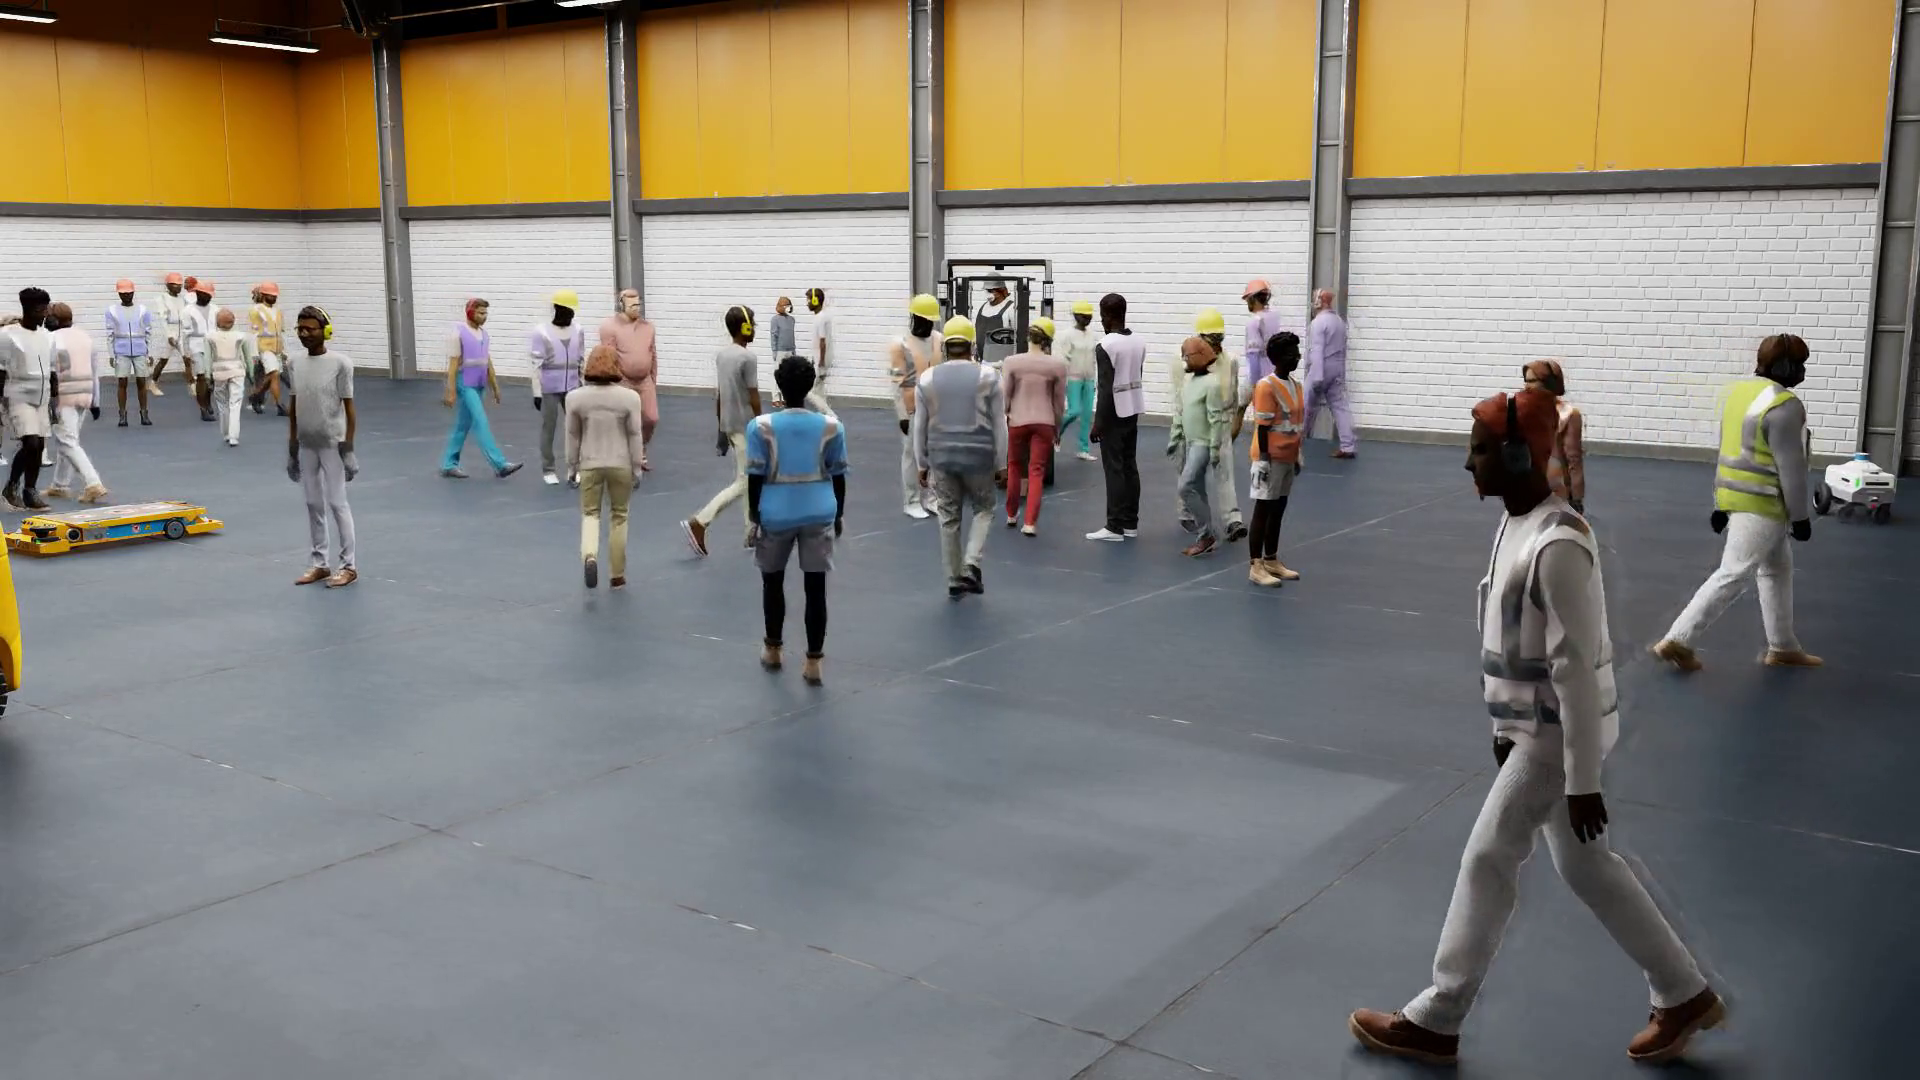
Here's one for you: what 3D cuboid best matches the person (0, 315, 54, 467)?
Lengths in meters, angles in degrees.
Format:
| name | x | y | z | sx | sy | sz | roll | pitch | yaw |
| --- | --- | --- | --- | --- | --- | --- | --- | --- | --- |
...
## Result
| name | x | y | z | sx | sy | sz | roll | pitch | yaw |
| --- | --- | --- | --- | --- | --- | --- | --- | --- | --- |
| person | -9.961 | -1.563 | 17.495 | 0.859 | 1.598 | 0.509 | 6 | 11 | 33 |

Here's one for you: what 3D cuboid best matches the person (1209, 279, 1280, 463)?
| name | x | y | z | sx | sy | sz | roll | pitch | yaw |
| --- | --- | --- | --- | --- | --- | --- | --- | --- | --- |
| person | 3.143 | -1.744 | 17.494 | 1.048 | 1.977 | 0.599 | 8 | 13 | 41 |

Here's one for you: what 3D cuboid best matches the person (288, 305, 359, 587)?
| name | x | y | z | sx | sy | sz | roll | pitch | yaw |
| --- | --- | --- | --- | --- | --- | --- | --- | --- | --- |
| person | -4.241 | -0.621 | 11.071 | 0.553 | 1.872 | 0.336 | 3 | 10 | 17 |

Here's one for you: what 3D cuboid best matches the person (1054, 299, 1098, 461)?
| name | x | y | z | sx | sy | sz | roll | pitch | yaw |
| --- | --- | --- | --- | --- | --- | --- | --- | --- | --- |
| person | 1.264 | -1.740 | 18.070 | 0.534 | 1.752 | 0.495 | -7 | 12 | -37 |

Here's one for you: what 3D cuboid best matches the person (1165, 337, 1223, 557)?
| name | x | y | z | sx | sy | sz | roll | pitch | yaw |
| --- | --- | --- | --- | --- | --- | --- | --- | --- | --- |
| person | 1.716 | -0.671 | 12.151 | 0.405 | 1.612 | 0.497 | -2 | 10 | -14 |

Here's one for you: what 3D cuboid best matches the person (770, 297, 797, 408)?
| name | x | y | z | sx | sy | sz | roll | pitch | yaw |
| --- | --- | --- | --- | --- | --- | --- | --- | --- | --- |
| person | -2.606 | -2.782 | 24.638 | 0.281 | 1.633 | 0.501 | 7 | 12 | 36 |

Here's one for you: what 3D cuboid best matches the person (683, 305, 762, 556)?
| name | x | y | z | sx | sy | sz | roll | pitch | yaw |
| --- | --- | --- | --- | --- | --- | --- | --- | --- | --- |
| person | -1.669 | -0.800 | 12.236 | 0.797 | 1.844 | 0.526 | -6 | 11 | -32 |

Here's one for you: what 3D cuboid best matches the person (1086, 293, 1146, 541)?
| name | x | y | z | sx | sy | sz | roll | pitch | yaw |
| --- | --- | --- | --- | --- | --- | --- | --- | --- | --- |
| person | 1.223 | -0.945 | 12.874 | 0.392 | 1.914 | 0.589 | 7 | 12 | 35 |

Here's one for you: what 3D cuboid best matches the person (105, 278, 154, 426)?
| name | x | y | z | sx | sy | sz | roll | pitch | yaw |
| --- | --- | --- | --- | --- | --- | --- | --- | --- | --- |
| person | -10.865 | -2.457 | 21.801 | 0.548 | 1.937 | 0.379 | -6 | 11 | -31 |

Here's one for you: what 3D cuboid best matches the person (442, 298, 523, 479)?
| name | x | y | z | sx | sy | sz | roll | pitch | yaw |
| --- | --- | --- | --- | --- | --- | --- | --- | --- | --- |
| person | -4.752 | -1.482 | 16.436 | 0.986 | 1.783 | 0.585 | 2 | 10 | 14 |

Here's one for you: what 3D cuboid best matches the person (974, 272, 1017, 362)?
| name | x | y | z | sx | sy | sz | roll | pitch | yaw |
| --- | --- | --- | --- | --- | --- | --- | --- | --- | --- |
| person | 0.399 | -2.115 | 19.457 | 0.688 | 2.000 | 0.536 | 8 | 13 | 40 |

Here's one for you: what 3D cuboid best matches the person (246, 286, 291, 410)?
| name | x | y | z | sx | sy | sz | roll | pitch | yaw |
| --- | --- | --- | --- | --- | --- | --- | --- | --- | --- |
| person | -9.904 | -2.754 | 23.997 | 0.940 | 1.808 | 0.521 | 2 | 10 | 14 |

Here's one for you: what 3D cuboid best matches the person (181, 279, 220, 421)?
| name | x | y | z | sx | sy | sz | roll | pitch | yaw |
| --- | --- | --- | --- | --- | --- | --- | --- | --- | --- |
| person | -10.262 | -2.564 | 22.515 | 0.559 | 1.916 | 0.567 | 8 | 12 | 40 |

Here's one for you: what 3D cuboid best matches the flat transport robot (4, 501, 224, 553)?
| name | x | y | z | sx | sy | sz | roll | pitch | yaw |
| --- | --- | --- | --- | --- | --- | --- | --- | --- | --- |
| flat transport robot | -6.530 | -0.116 | 12.817 | 0.652 | 0.197 | 1.431 | 7 | 12 | 35 |

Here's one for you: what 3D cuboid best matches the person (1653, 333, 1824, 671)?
| name | x | y | z | sx | sy | sz | roll | pitch | yaw |
| --- | --- | --- | --- | --- | --- | --- | --- | --- | --- |
| person | 4.113 | -0.178 | 8.687 | 0.921 | 1.806 | 0.622 | 1 | 10 | 5 |

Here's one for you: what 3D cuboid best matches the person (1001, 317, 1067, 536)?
| name | x | y | z | sx | sy | sz | roll | pitch | yaw |
| --- | --- | --- | --- | --- | --- | --- | --- | --- | --- |
| person | 0.544 | -0.914 | 13.276 | 0.591 | 1.707 | 0.805 | 0 | 10 | 0 |

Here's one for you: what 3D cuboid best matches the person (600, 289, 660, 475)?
| name | x | y | z | sx | sy | sz | roll | pitch | yaw |
| --- | --- | --- | --- | --- | --- | --- | --- | --- | --- |
| person | -3.299 | -1.582 | 16.782 | 0.641 | 1.880 | 0.427 | -8 | 12 | -38 |

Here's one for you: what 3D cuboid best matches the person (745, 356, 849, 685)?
| name | x | y | z | sx | sy | sz | roll | pitch | yaw |
| --- | --- | --- | --- | --- | --- | --- | --- | --- | --- |
| person | -0.856 | -0.119 | 8.666 | 0.552 | 1.663 | 0.739 | -2 | 10 | -14 |

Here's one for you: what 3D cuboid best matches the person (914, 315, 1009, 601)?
| name | x | y | z | sx | sy | sz | roll | pitch | yaw |
| --- | --- | --- | --- | --- | --- | --- | --- | --- | --- |
| person | 0.008 | -0.510 | 10.553 | 0.627 | 1.816 | 0.425 | 2 | 10 | 12 |

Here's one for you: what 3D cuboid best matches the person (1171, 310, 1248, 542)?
| name | x | y | z | sx | sy | sz | roll | pitch | yaw |
| --- | --- | --- | --- | --- | --- | --- | --- | --- | --- |
| person | 1.936 | -0.880 | 12.888 | 0.598 | 1.777 | 0.931 | -3 | 10 | -15 |

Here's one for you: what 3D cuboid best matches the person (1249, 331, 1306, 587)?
| name | x | y | z | sx | sy | sz | roll | pitch | yaw |
| --- | --- | --- | --- | --- | --- | --- | --- | --- | --- |
| person | 2.124 | -0.545 | 11.128 | 0.321 | 1.696 | 0.536 | 7 | 12 | 36 |

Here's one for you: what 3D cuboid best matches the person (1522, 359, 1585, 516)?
| name | x | y | z | sx | sy | sz | roll | pitch | yaw |
| --- | --- | --- | --- | --- | --- | --- | --- | --- | --- |
| person | 3.485 | -0.276 | 9.841 | 0.870 | 1.596 | 0.517 | -4 | 10 | -23 |

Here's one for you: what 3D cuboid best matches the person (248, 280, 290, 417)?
| name | x | y | z | sx | sy | sz | roll | pitch | yaw |
| --- | --- | --- | --- | --- | --- | --- | --- | --- | --- |
| person | -9.682 | -2.673 | 23.236 | 0.903 | 1.902 | 0.552 | 4 | 10 | 23 |

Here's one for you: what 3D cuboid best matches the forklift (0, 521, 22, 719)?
| name | x | y | z | sx | sy | sz | roll | pitch | yaw |
| --- | --- | --- | --- | --- | --- | --- | --- | --- | --- |
| forklift | -5.296 | -0.090 | 6.943 | 1.214 | 2.155 | 2.313 | 7 | 12 | 35 |

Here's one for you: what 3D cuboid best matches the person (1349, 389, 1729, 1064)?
| name | x | y | z | sx | sy | sz | roll | pitch | yaw |
| --- | --- | --- | --- | --- | --- | --- | --- | --- | --- |
| person | 1.608 | 0.522 | 4.393 | 0.983 | 1.841 | 0.629 | 2 | 10 | 12 |

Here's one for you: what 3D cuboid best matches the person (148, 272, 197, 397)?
| name | x | y | z | sx | sy | sz | roll | pitch | yaw |
| --- | --- | --- | --- | --- | --- | --- | --- | --- | --- |
| person | -12.522 | -3.250 | 26.402 | 1.062 | 2.000 | 0.606 | 5 | 11 | 27 |

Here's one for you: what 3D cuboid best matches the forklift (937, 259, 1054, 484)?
| name | x | y | z | sx | sy | sz | roll | pitch | yaw |
| --- | --- | --- | --- | --- | --- | --- | --- | --- | --- |
| forklift | 0.370 | -1.738 | 16.759 | 1.214 | 2.155 | 2.313 | 1 | 10 | 3 |

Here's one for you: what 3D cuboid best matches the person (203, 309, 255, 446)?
| name | x | y | z | sx | sy | sz | roll | pitch | yaw |
| --- | --- | --- | --- | --- | --- | --- | --- | --- | --- |
| person | -8.593 | -1.914 | 19.582 | 0.536 | 1.586 | 0.874 | -3 | 10 | -19 |

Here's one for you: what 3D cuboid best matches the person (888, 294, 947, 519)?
| name | x | y | z | sx | sy | sz | roll | pitch | yaw |
| --- | --- | --- | --- | --- | --- | --- | --- | --- | --- |
| person | -0.301 | -1.093 | 13.798 | 0.627 | 1.889 | 0.622 | -7 | 12 | -36 |

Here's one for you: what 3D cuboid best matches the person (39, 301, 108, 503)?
| name | x | y | z | sx | sy | sz | roll | pitch | yaw |
| --- | --- | --- | --- | --- | --- | --- | --- | --- | --- |
| person | -8.014 | -1.236 | 14.924 | 0.858 | 1.811 | 0.642 | 2 | 10 | 13 |

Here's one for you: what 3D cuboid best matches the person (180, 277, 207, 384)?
| name | x | y | z | sx | sy | sz | roll | pitch | yaw |
| --- | --- | --- | --- | --- | --- | --- | --- | --- | --- |
| person | -13.464 | -3.683 | 29.263 | 0.337 | 1.882 | 0.585 | 8 | 12 | 39 |

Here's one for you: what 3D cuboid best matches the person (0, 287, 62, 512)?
| name | x | y | z | sx | sy | sz | roll | pitch | yaw |
| --- | --- | --- | --- | --- | --- | --- | --- | --- | --- |
| person | -7.959 | -1.189 | 14.261 | 0.466 | 1.936 | 0.652 | 2 | 10 | 14 |

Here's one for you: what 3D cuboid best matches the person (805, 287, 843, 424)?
| name | x | y | z | sx | sy | sz | roll | pitch | yaw |
| --- | --- | --- | --- | --- | --- | --- | --- | --- | --- |
| person | -1.713 | -2.140 | 20.212 | 0.406 | 1.843 | 0.508 | 0 | 10 | 2 |

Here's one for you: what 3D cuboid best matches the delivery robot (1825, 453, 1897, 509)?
| name | x | y | z | sx | sy | sz | roll | pitch | yaw |
| --- | --- | --- | --- | --- | --- | --- | --- | --- | --- |
| delivery robot | 7.521 | -0.485 | 13.890 | 0.477 | 0.478 | 0.707 | 1 | 10 | 8 |

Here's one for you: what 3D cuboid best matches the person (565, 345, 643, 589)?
| name | x | y | z | sx | sy | sz | roll | pitch | yaw |
| --- | --- | --- | --- | --- | --- | --- | --- | --- | --- |
| person | -2.314 | -0.452 | 10.803 | 0.499 | 1.620 | 0.535 | -1 | 10 | -4 |

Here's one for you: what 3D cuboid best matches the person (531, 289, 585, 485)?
| name | x | y | z | sx | sy | sz | roll | pitch | yaw |
| --- | --- | --- | --- | --- | --- | --- | --- | --- | --- |
| person | -3.801 | -1.452 | 15.975 | 0.642 | 1.881 | 0.812 | -8 | 13 | -41 |

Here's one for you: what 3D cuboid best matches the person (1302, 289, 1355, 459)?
| name | x | y | z | sx | sy | sz | roll | pitch | yaw |
| --- | --- | --- | --- | --- | --- | --- | --- | --- | --- |
| person | 3.938 | -1.824 | 18.278 | 0.988 | 1.850 | 0.682 | 8 | 13 | 40 |
